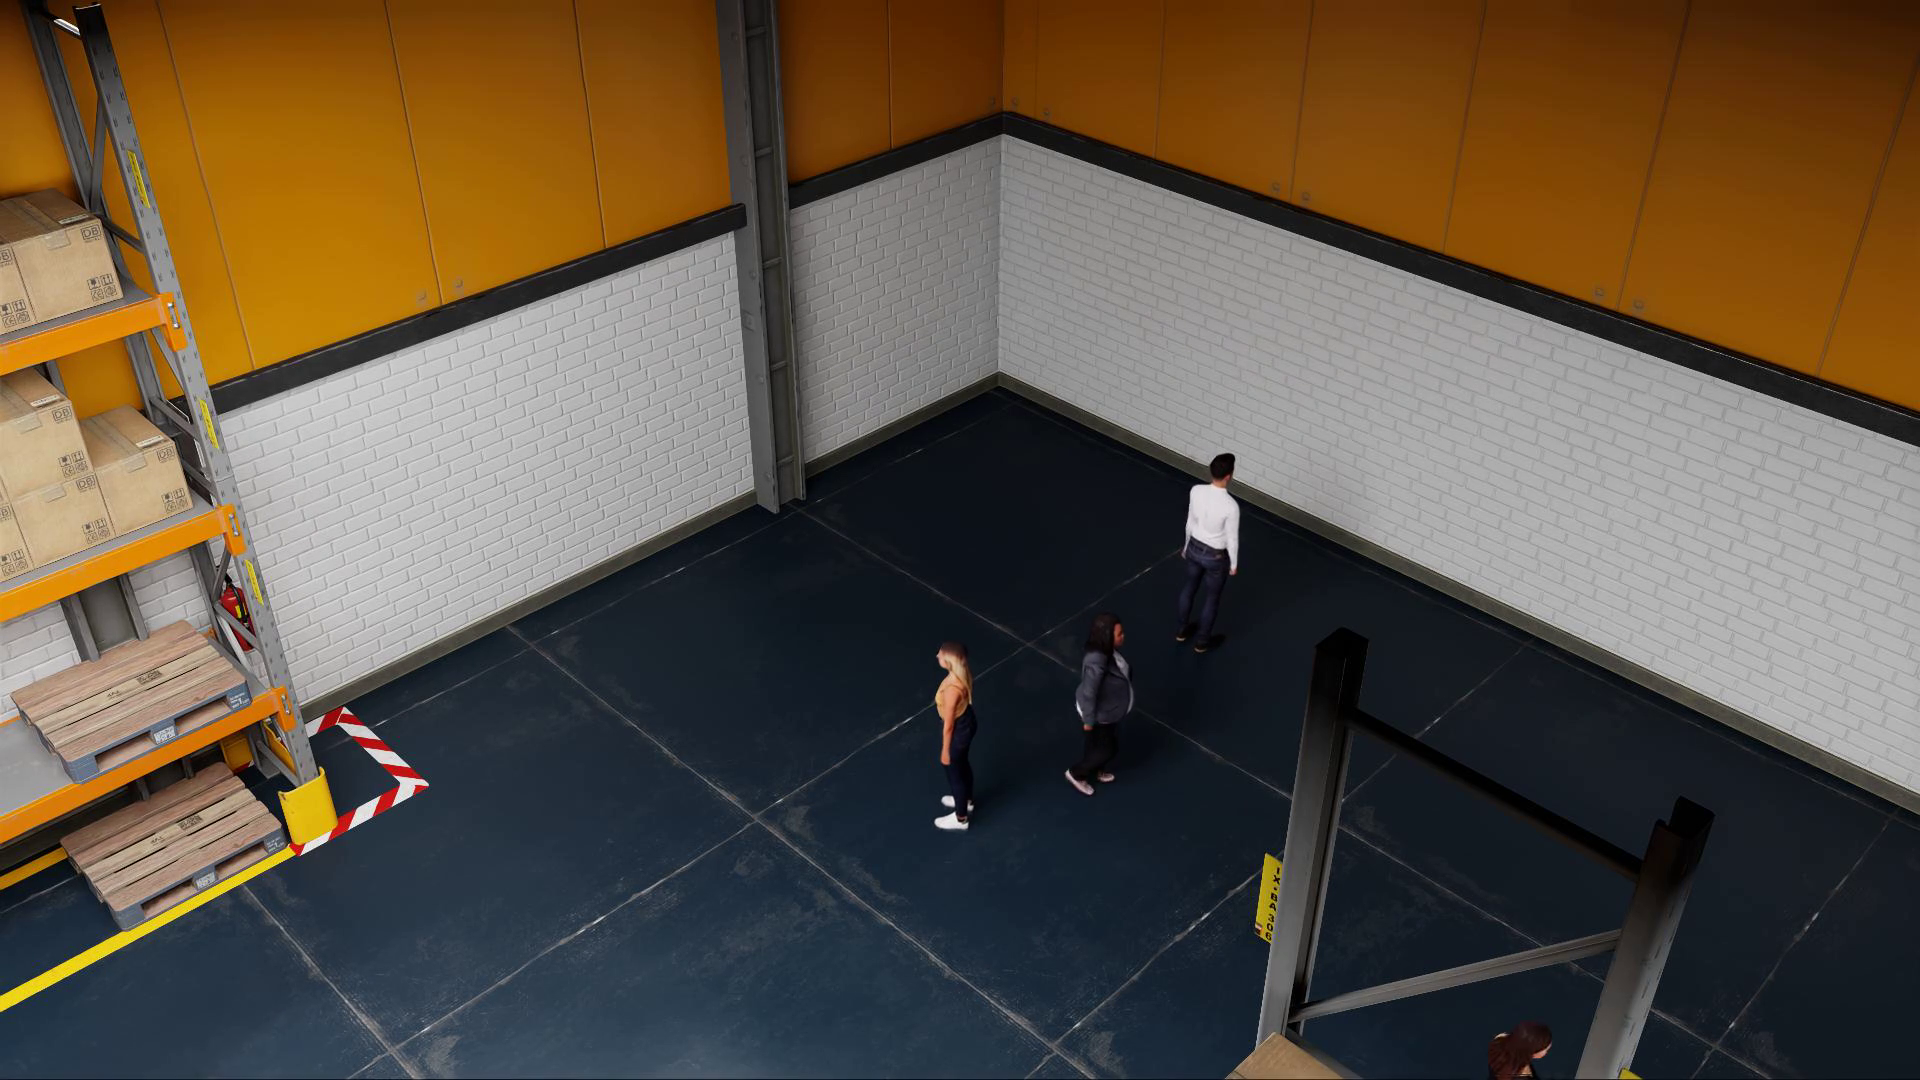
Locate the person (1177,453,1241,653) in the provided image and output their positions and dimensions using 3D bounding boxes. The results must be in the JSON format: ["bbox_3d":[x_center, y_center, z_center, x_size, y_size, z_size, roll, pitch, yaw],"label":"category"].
[{"bbox_3d":[2.023,0.116,13.632,0.632,1.860,0.600,27,42,34],"label":"person"}]

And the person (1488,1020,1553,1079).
[{"bbox_3d":[2.861,3.228,9.141,1.221,1.650,0.984,-10,35,-14],"label":"person"}]

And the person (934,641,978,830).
[{"bbox_3d":[-0.020,1.393,11.921,0.707,1.628,0.602,9,35,13],"label":"person"}]

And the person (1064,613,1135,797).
[{"bbox_3d":[0.950,1.200,12.249,0.908,1.585,0.845,2,34,3],"label":"person"}]
